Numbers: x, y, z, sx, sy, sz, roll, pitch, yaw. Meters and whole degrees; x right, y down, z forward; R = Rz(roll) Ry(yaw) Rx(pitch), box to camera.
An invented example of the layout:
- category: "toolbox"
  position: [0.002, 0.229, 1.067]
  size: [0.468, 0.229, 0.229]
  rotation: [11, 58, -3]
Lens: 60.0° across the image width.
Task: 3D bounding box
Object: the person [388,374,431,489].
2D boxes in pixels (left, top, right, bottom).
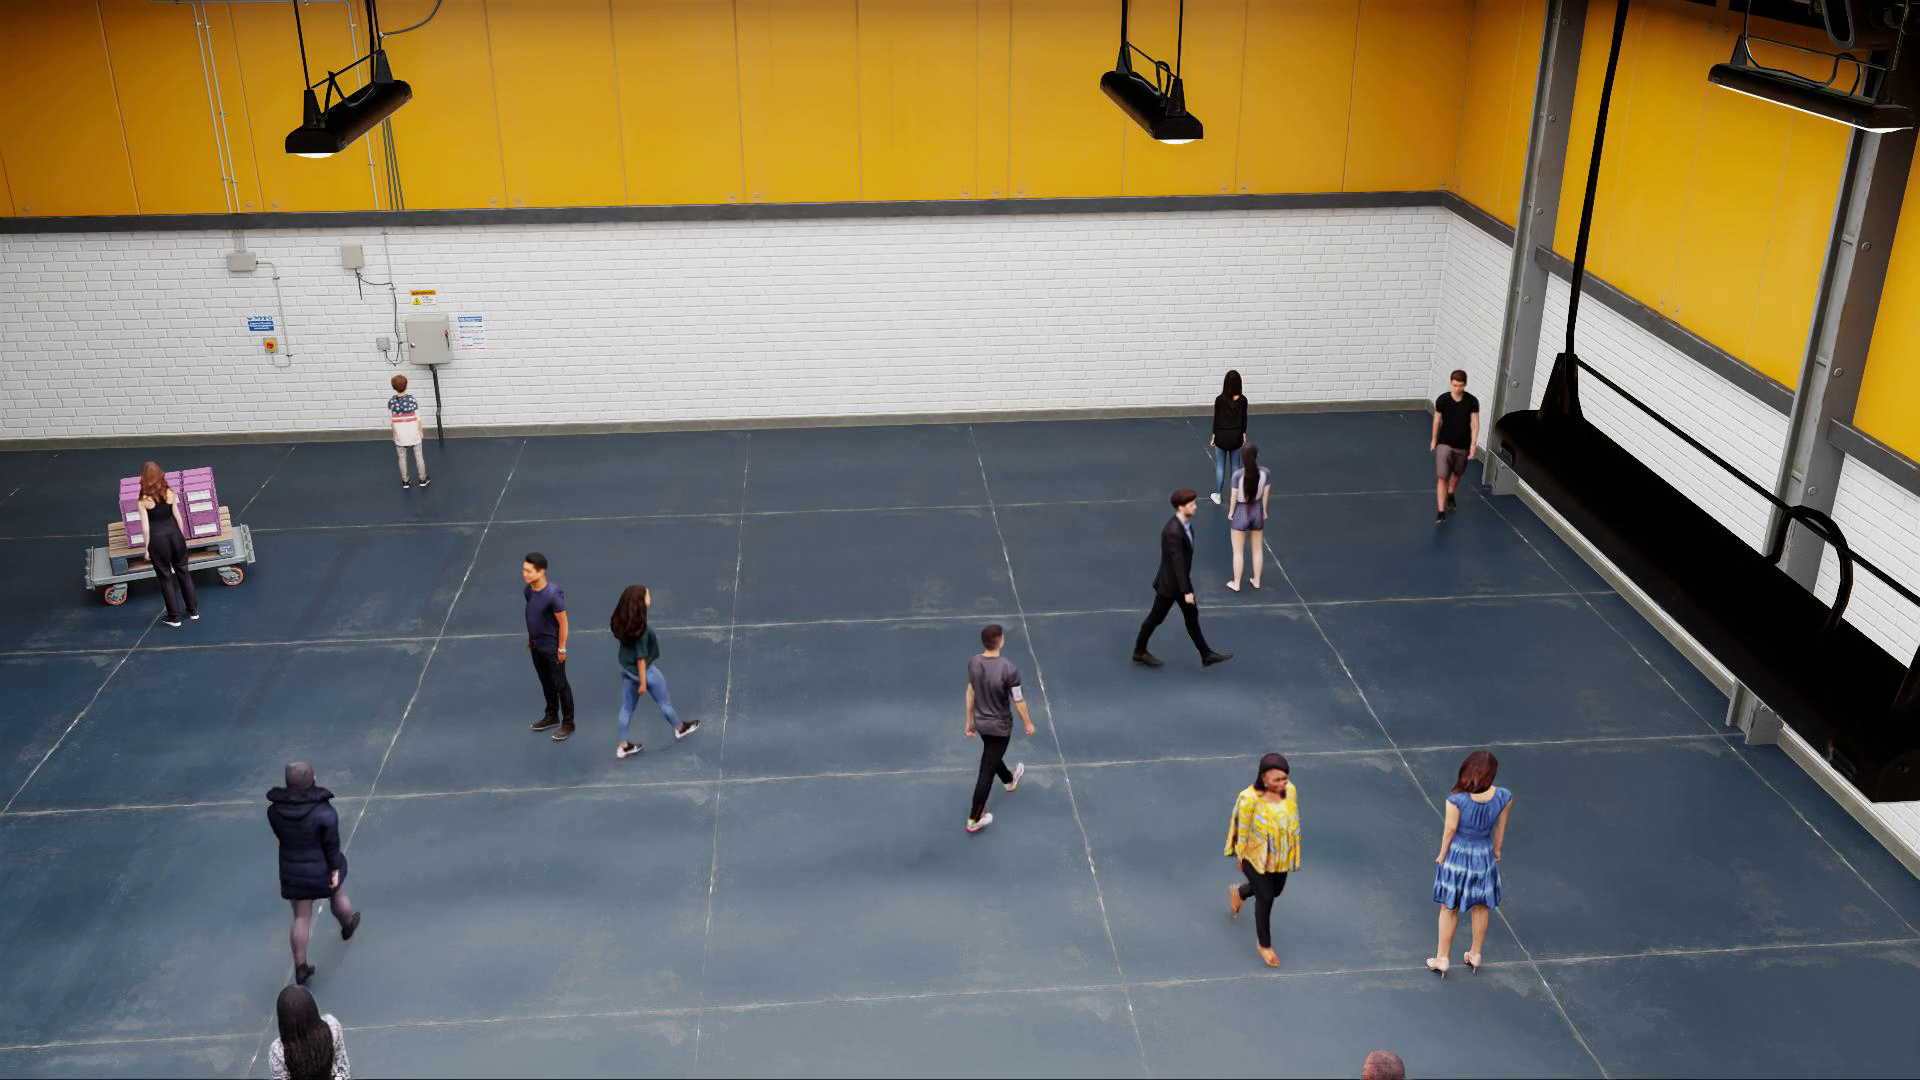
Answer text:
- category: "person"
  position: [-6.785, -1.347, 20.396]
  size: [0.535, 1.441, 0.507]
  rotation: [-5, 24, -11]

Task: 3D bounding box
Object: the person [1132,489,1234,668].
- category: "person"
  position: [1.955, 0.406, 15.892]
  size: [1.124, 1.837, 1.243]
  rotation: [9, 25, 21]

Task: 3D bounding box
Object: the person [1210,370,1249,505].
- category: "person"
  position: [3.214, -1.237, 19.890]
  size: [0.588, 1.645, 0.530]
  rotation: [0, 24, -1]

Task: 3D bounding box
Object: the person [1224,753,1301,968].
- category: "person"
  position: [2.159, 2.234, 11.961]
  size: [0.923, 1.637, 1.064]
  rotation: [-12, 26, -26]

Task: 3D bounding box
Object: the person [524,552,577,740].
- category: "person"
  position: [-3.657, 0.917, 14.782]
  size: [0.705, 1.790, 0.756]
  rotation: [17, 29, 34]

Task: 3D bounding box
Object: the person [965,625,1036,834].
- category: "person"
  position: [0.216, 1.557, 13.411]
  size: [1.126, 1.715, 1.186]
  rotation: [19, 30, 36]

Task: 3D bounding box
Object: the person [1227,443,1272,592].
- category: "person"
  position: [3.060, -0.245, 17.616]
  size: [0.615, 1.649, 0.543]
  rotation: [-5, 24, -11]

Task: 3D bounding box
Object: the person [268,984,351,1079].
- category: "person"
  position: [-3.638, 3.280, 9.473]
  size: [0.733, 1.713, 0.780]
  rotation: [-17, 29, -34]

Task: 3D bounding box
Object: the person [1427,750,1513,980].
- category: "person"
  position: [3.562, 2.270, 11.667]
  size: [0.677, 1.806, 0.575]
  rotation: [-4, 24, -9]

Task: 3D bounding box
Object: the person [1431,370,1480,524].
- category: "person"
  position: [5.799, -1.135, 19.462]
  size: [0.903, 1.801, 1.317]
  rotation: [5, 24, 11]

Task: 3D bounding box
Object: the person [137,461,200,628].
- category: "person"
  position: [-8.051, 0.027, 16.871]
  size: [0.716, 1.748, 0.655]
  rotation: [18, 29, 36]

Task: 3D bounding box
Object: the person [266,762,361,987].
- category: "person"
  position: [-4.615, 2.347, 11.700]
  size: [0.733, 1.637, 1.100]
  rotation: [1, 24, 2]

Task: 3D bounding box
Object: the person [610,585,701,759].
- category: "person"
  position: [-2.868, 1.167, 14.465]
  size: [1.018, 1.585, 1.036]
  rotation: [-20, 30, -38]
